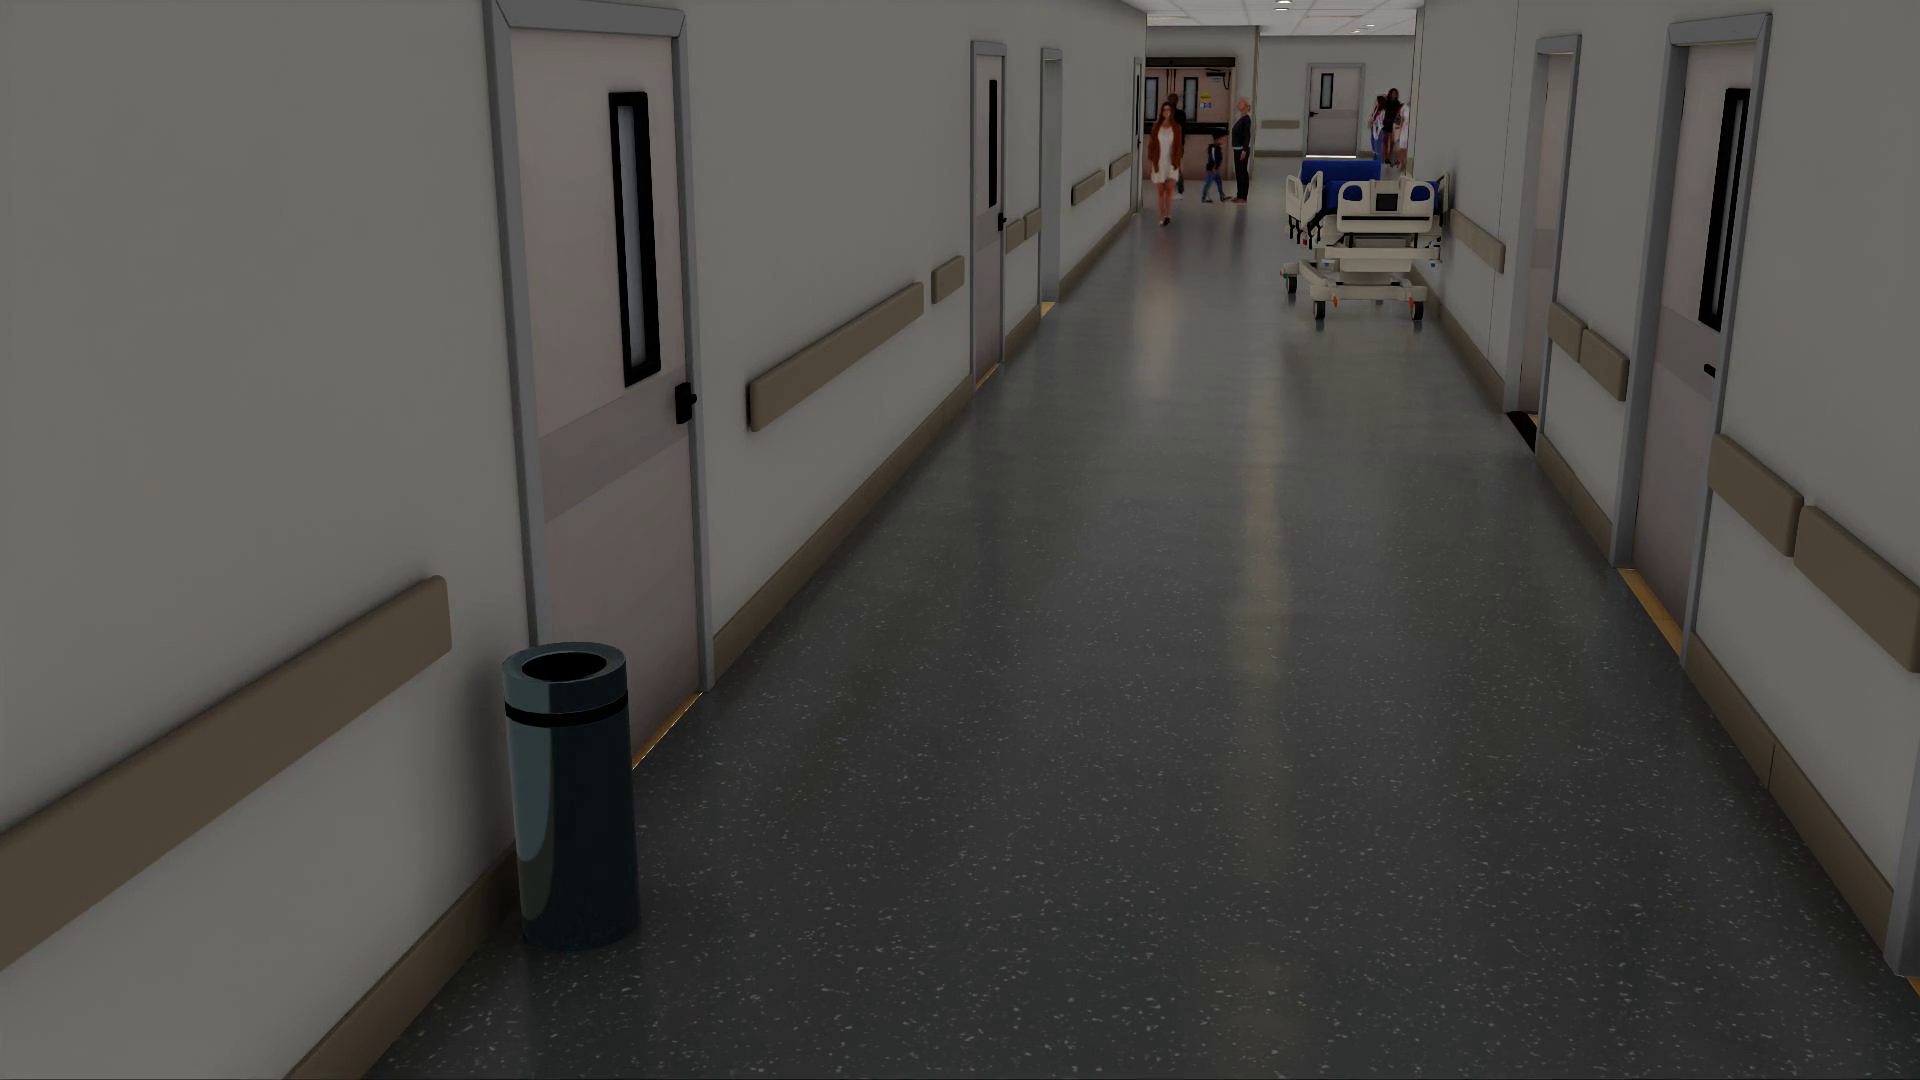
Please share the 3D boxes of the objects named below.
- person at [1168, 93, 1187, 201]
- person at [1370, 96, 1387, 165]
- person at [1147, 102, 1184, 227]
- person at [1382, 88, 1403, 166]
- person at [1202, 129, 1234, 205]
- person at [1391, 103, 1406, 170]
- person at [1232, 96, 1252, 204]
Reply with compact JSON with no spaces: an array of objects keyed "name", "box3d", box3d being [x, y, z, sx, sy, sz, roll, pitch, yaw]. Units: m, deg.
[{"name":"person","box3d":[3.622,-6.659,28.177,0.687,1.757,0.800,13,20,39]},{"name":"person","box3d":[8.996,-8.741,35.829,0.593,1.614,0.634,-1,16,-4]},{"name":"person","box3d":[2.860,-5.217,23.205,1.000,1.681,0.695,3,16,10]},{"name":"person","box3d":[9.883,-9.454,38.215,1.088,1.691,0.745,1,16,4]},{"name":"person","box3d":[4.106,-6.090,27.209,0.879,1.187,0.755,12,20,37]},{"name":"person","box3d":[9.822,-8.990,37.085,0.802,1.411,0.617,2,16,8]},{"name":"person","box3d":[4.699,-6.507,27.694,0.620,1.728,0.657,-2,16,-7]}]
